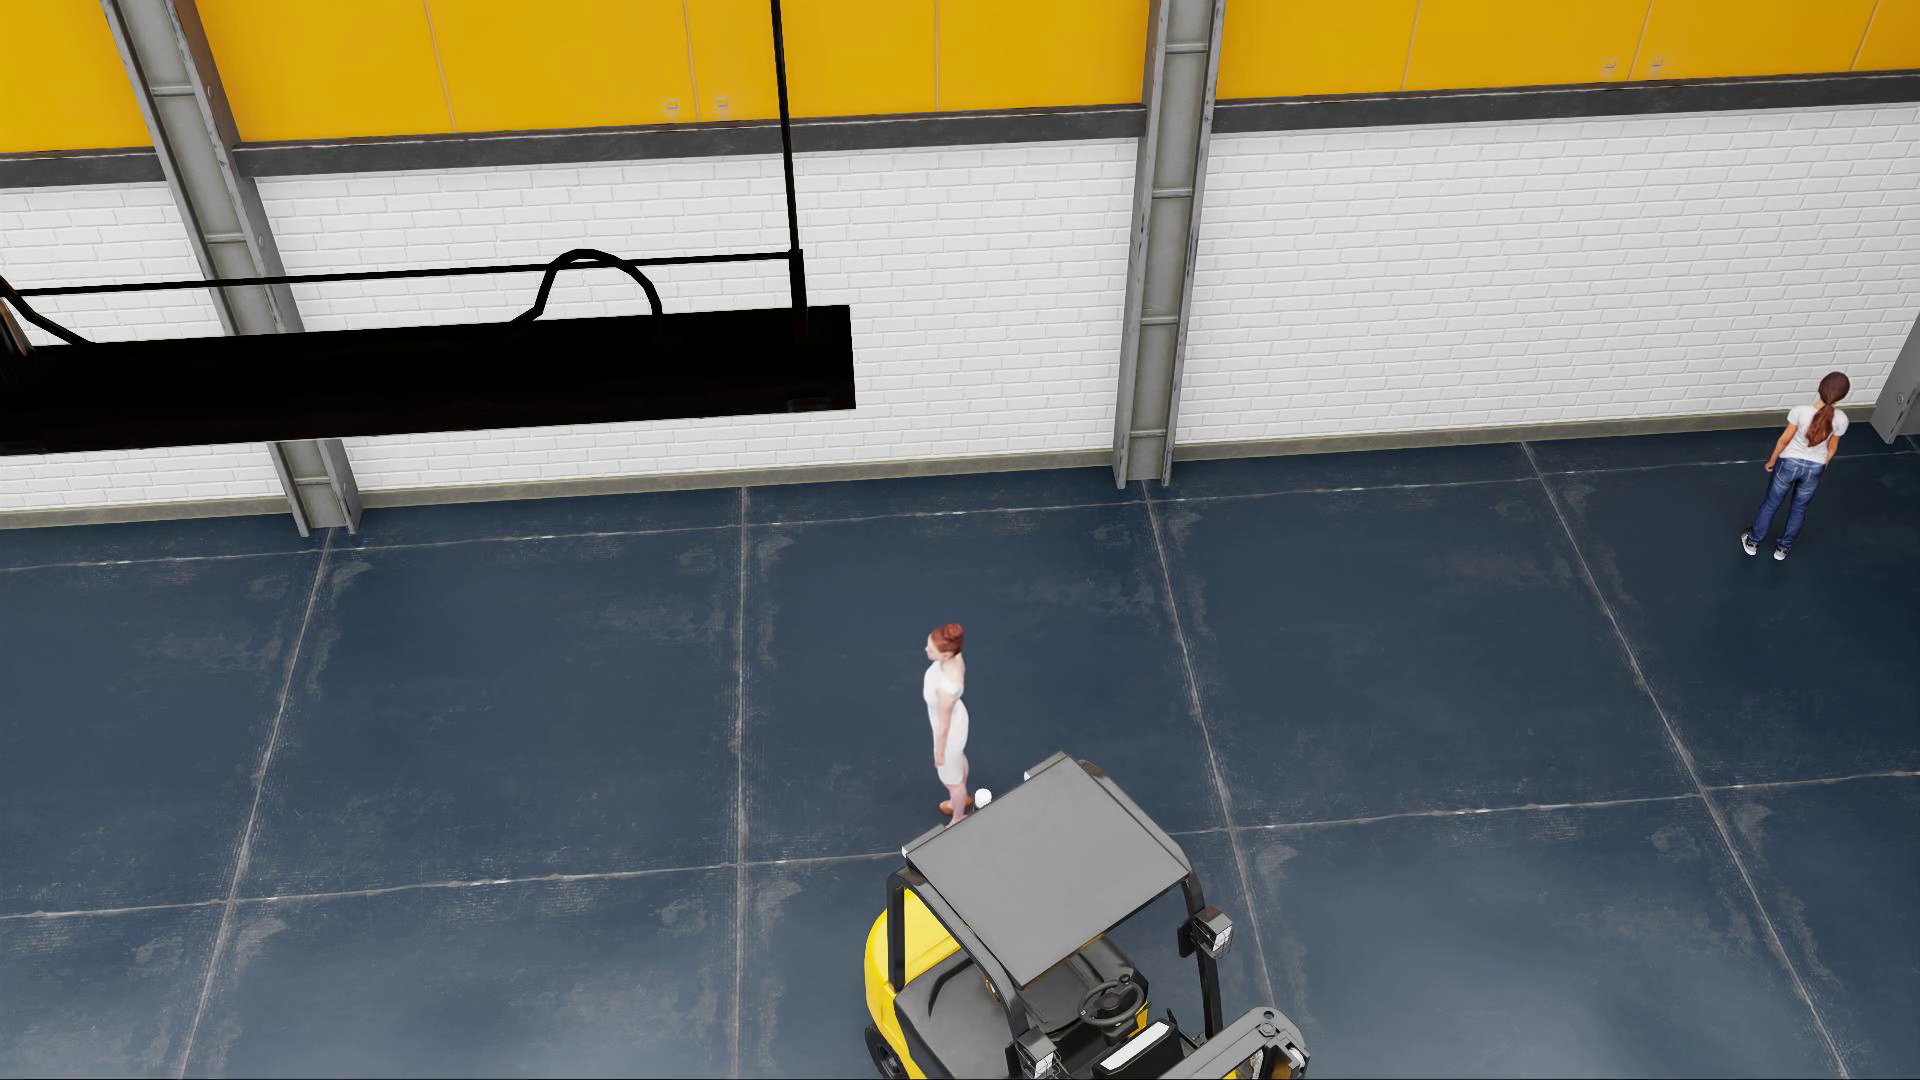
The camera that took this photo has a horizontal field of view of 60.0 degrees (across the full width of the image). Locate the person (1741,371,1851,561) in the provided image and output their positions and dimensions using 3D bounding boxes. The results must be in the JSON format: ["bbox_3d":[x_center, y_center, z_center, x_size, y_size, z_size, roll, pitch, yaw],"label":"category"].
[{"bbox_3d":[5.797,-0.515,11.473,0.598,1.562,0.689,16,46,17],"label":"person"}]

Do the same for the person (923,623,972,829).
[{"bbox_3d":[-0.050,1.102,9.607,0.529,1.794,0.584,3,44,3],"label":"person"}]
